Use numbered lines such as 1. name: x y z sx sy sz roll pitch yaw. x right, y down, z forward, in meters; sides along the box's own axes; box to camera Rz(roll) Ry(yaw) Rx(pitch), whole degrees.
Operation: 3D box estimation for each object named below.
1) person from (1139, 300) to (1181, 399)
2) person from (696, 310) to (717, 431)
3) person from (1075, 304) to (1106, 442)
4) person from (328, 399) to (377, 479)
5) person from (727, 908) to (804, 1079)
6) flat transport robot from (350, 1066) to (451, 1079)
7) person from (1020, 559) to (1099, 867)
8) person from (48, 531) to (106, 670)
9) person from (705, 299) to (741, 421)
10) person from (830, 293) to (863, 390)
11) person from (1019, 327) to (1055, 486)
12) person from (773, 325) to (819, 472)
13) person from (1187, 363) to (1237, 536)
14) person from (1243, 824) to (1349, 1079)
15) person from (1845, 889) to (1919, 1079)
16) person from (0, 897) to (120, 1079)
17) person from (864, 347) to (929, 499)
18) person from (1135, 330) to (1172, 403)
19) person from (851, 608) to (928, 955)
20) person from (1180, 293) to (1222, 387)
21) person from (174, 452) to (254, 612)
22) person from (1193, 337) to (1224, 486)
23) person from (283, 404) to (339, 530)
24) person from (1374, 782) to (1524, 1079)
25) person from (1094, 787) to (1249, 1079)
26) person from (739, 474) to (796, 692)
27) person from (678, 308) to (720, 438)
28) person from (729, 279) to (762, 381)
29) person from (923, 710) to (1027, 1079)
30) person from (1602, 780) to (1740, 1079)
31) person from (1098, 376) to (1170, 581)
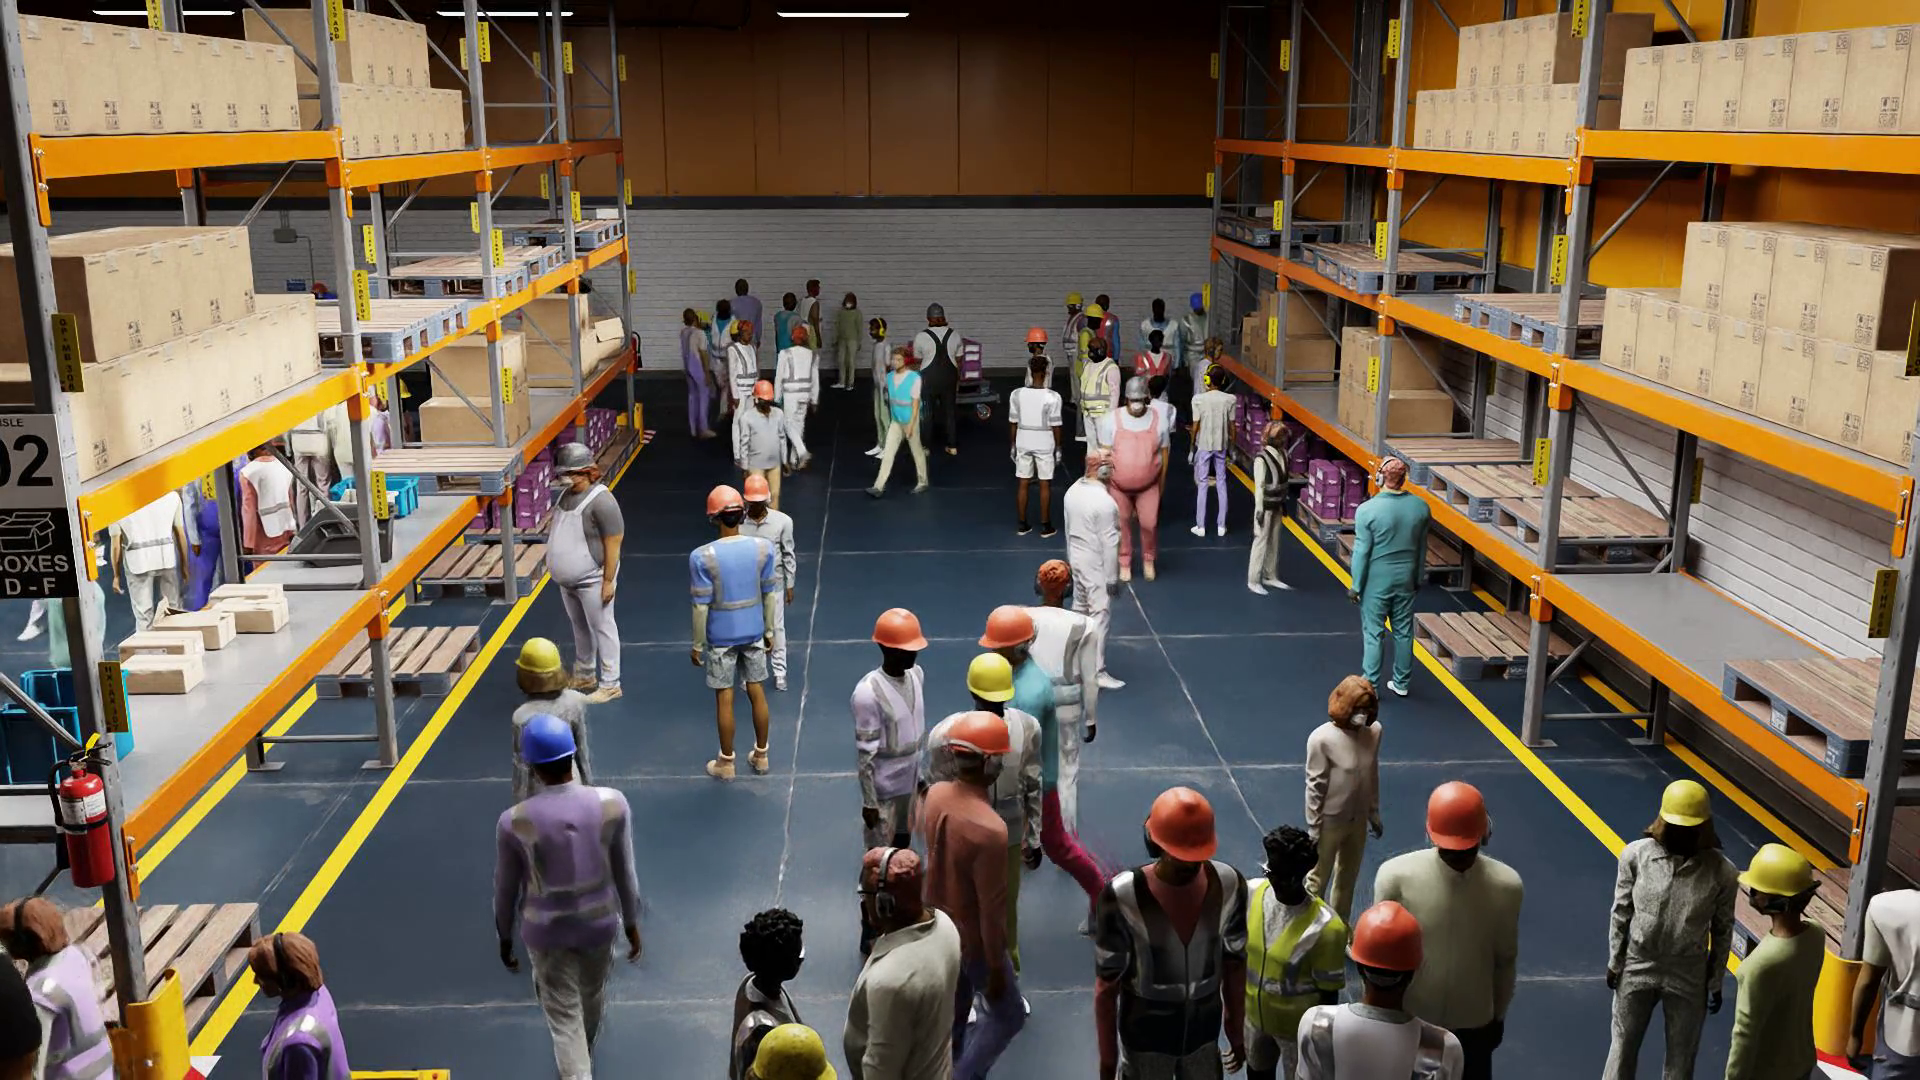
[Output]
1. person: 2.870 -2.517 23.947 0.604 1.865 0.968 2 14 8
2. person: -3.673 -2.406 23.751 0.371 1.746 0.552 2 14 8
3. person: 1.815 -2.323 23.100 0.401 1.916 0.583 4 15 14
4. person: -6.547 -0.919 18.000 0.631 1.696 0.811 -5 15 -18
5. person: -0.696 2.133 6.048 0.320 1.694 0.534 -2 14 -6
6. flat transport robot: -2.655 2.613 6.988 0.652 0.197 1.431 -1 14 -2
7. person: 0.541 1.037 10.000 0.592 1.873 0.369 5 15 18
8. person: -5.666 0.812 10.780 0.390 1.927 0.645 -10 17 -35
9. person: -3.508 -2.728 24.936 0.663 1.805 0.872 4 15 14
10. person: -1.889 -3.273 27.433 0.646 1.609 0.272 7 16 27
11. person: 0.935 -1.629 20.318 0.355 1.938 0.545 7 16 24
12. person: -2.014 -1.779 21.085 0.645 1.854 0.718 -9 17 -32
13. person: 2.707 -0.965 17.849 0.532 1.870 0.319 -1 14 -4
14. person: 1.322 1.947 6.782 0.320 1.691 0.535 -11 18 -38
15. person: 3.750 1.961 6.431 0.562 1.838 0.388 5 15 19
16. person: -3.399 2.117 6.302 0.872 1.578 0.613 -4 15 -15
17. person: -0.707 -1.368 19.587 0.572 1.790 0.997 11 18 38
18. person: 2.588 -2.029 22.462 0.525 1.664 0.871 -2 14 -7
19. person: -0.333 1.289 8.865 0.378 1.936 0.548 9 17 31
20. person: 3.569 -2.758 24.831 0.663 1.899 0.791 -2 14 -6
21. person: -6.394 -0.156 14.332 0.534 2.000 0.873 9 17 31
22. person: 3.019 -1.562 20.271 0.352 1.835 0.518 -1 14 -3
23. person: -6.920 -0.973 17.804 0.593 1.911 0.398 -1 14 -5
24. person: 1.908 1.840 6.658 0.613 1.962 0.831 1 14 3
25. person: 0.813 1.885 6.345 0.611 2.032 0.411 -4 15 -14
26. person: -1.564 0.335 12.996 0.566 1.744 0.350 -1 14 -3
27. person: -3.692 -2.337 23.377 0.657 1.814 0.314 11 18 38
28. person: -3.414 -3.172 26.394 0.630 1.933 0.363 -12 18 -38
29. person: 0.060 1.693 7.222 0.438 1.959 0.648 -9 17 -32
30. person: 3.009 1.839 7.091 0.483 1.745 0.299 6 16 23
31. person: 1.669 -0.590 16.036 0.685 2.000 0.539 2 14 6
